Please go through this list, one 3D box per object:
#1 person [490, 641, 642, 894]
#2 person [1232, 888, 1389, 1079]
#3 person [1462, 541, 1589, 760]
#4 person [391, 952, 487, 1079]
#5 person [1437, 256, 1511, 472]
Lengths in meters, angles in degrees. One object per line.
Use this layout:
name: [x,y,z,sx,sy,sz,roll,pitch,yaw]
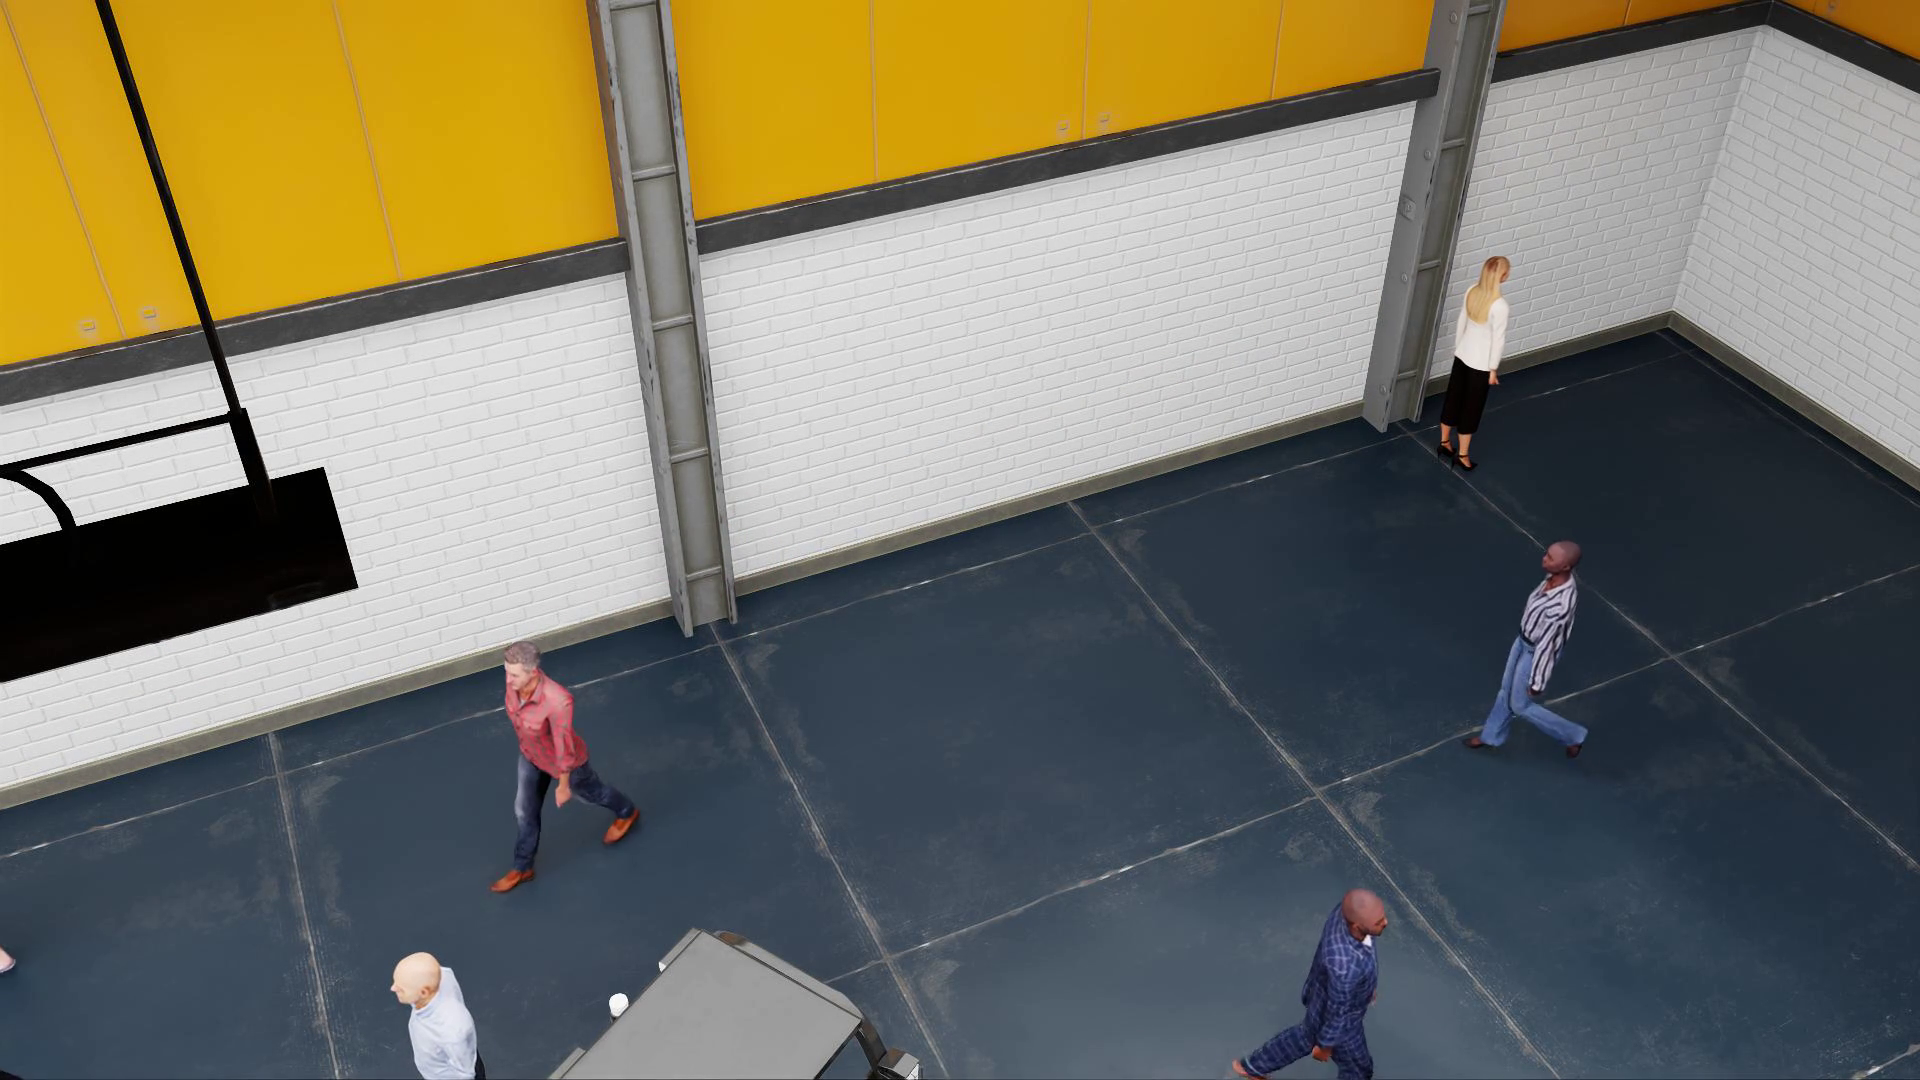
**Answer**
person: [-2.287,1.224,9.705,1.052,1.777,1.342,27,46,30]
person: [1.811,2.314,8.327,1.208,1.793,1.067,7,39,9]
person: [3.640,0.736,10.315,1.074,1.778,0.969,8,39,9]
person: [-2.426,2.579,7.997,0.600,1.792,0.663,-21,43,-24]
person: [3.989,-1.365,12.882,0.516,1.858,0.604,-17,42,-20]
